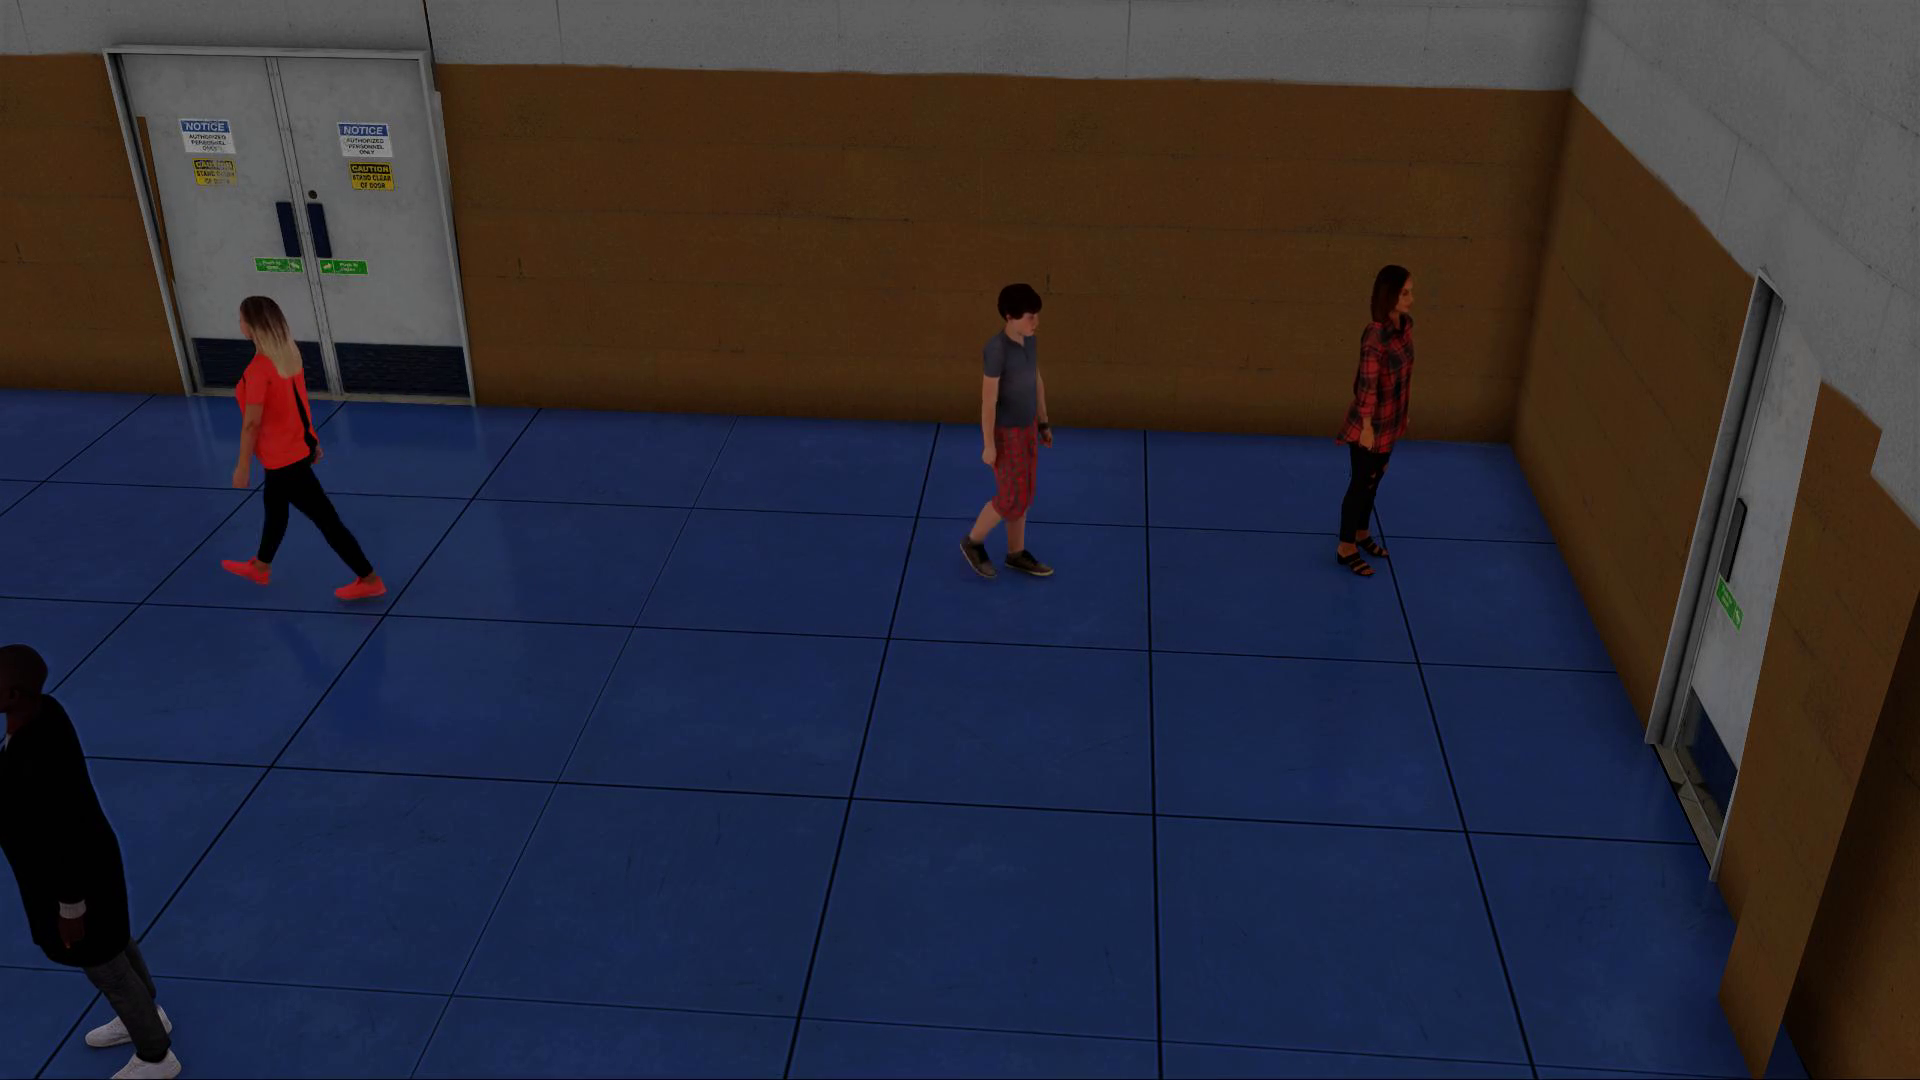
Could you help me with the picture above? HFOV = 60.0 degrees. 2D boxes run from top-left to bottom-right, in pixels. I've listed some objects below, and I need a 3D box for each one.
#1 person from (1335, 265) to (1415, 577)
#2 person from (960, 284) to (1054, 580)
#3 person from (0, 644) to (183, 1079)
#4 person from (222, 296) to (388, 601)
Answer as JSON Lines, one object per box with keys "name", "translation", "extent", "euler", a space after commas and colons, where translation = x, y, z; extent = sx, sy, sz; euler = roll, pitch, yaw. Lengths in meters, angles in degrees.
{"name": "person", "translation": [2.209, -0.647, 8.840], "extent": [0.765, 1.703, 0.658], "euler": [19, 34, 30]}
{"name": "person", "translation": [0.228, -0.574, 8.756], "extent": [0.824, 1.641, 0.783], "euler": [17, 33, 28]}
{"name": "person", "translation": [-2.947, 1.105, 5.569], "extent": [0.793, 1.762, 0.678], "euler": [-14, 32, -24]}
{"name": "person", "translation": [-3.313, -0.398, 8.446], "extent": [0.722, 1.643, 1.071], "euler": [0, 29, 1]}
